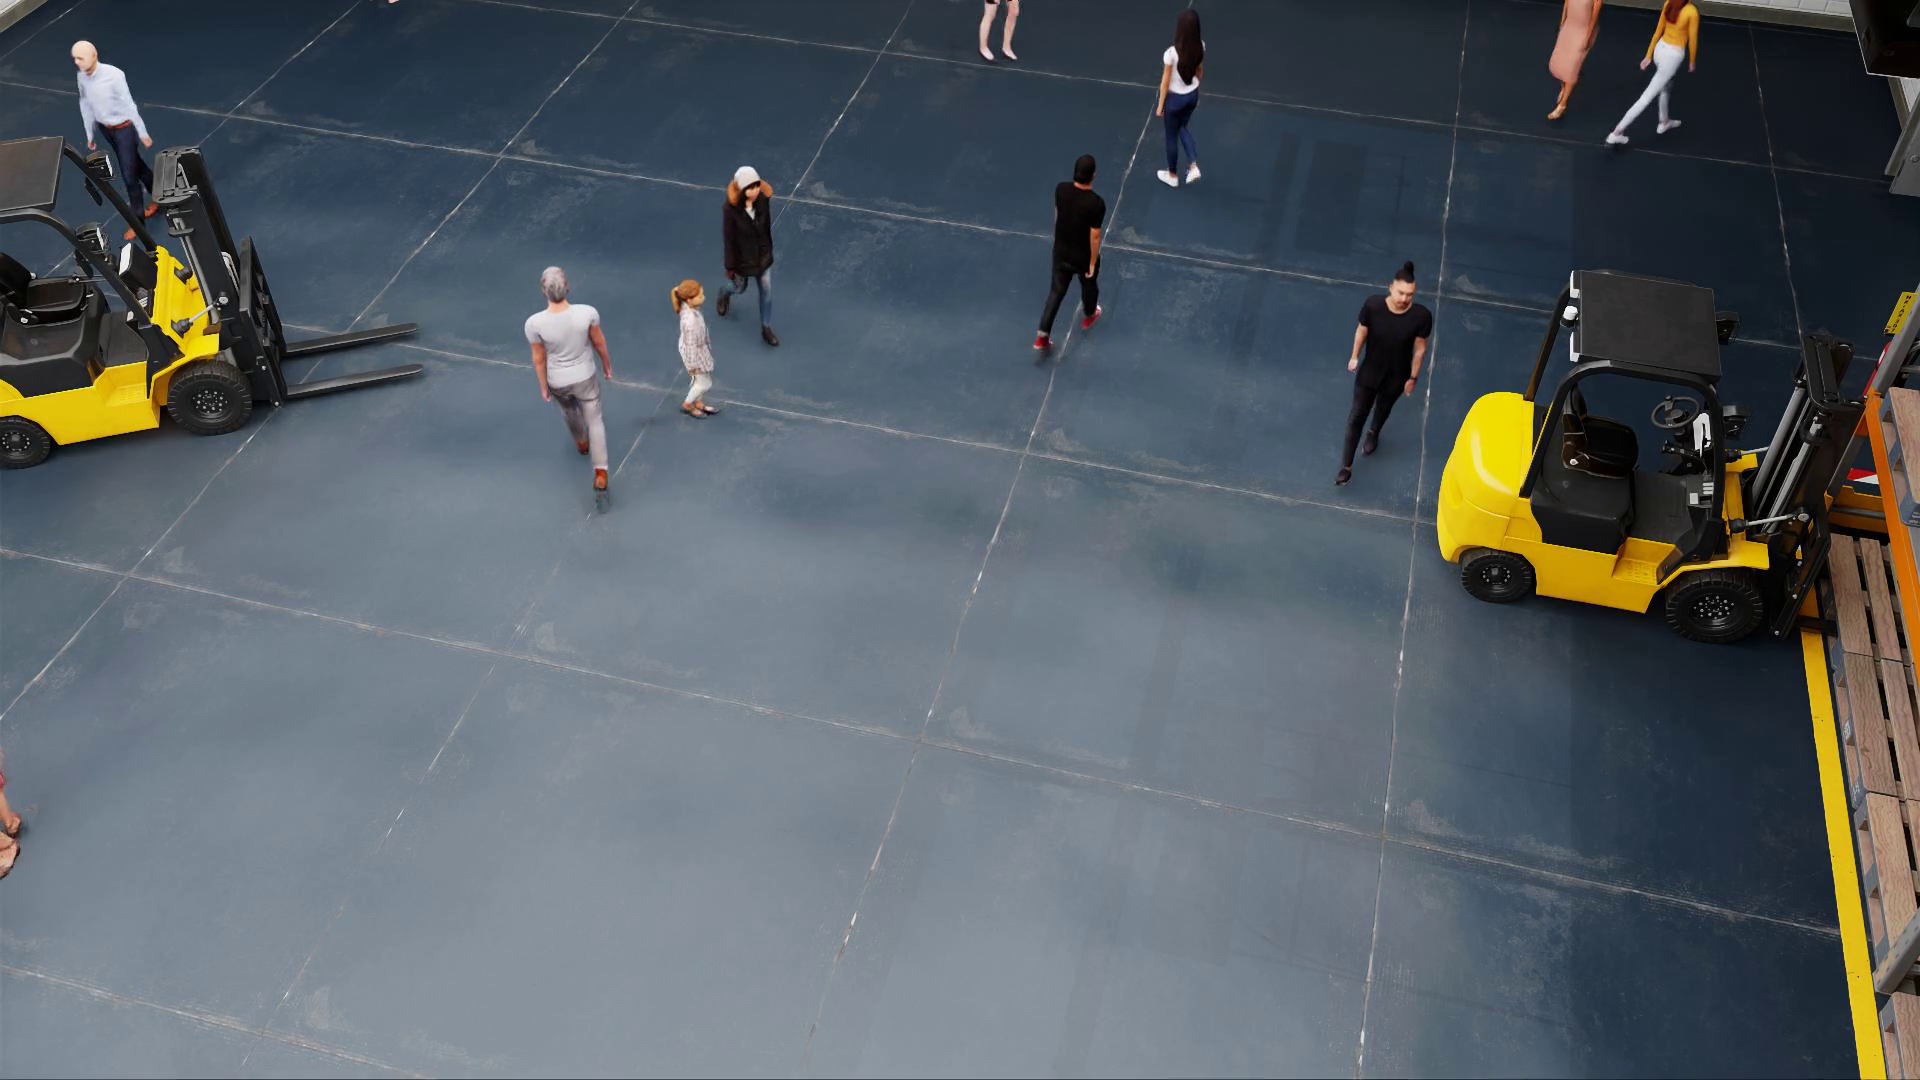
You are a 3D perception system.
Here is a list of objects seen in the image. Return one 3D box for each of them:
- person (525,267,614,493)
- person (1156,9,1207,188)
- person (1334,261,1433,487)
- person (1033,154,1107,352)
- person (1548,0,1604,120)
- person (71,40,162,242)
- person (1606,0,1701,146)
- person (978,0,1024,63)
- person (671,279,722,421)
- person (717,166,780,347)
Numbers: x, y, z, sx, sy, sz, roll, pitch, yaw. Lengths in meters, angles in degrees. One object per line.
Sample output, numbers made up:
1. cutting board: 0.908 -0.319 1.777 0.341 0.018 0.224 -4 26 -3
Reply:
1. person: -2.819 -1.134 12.179 1.122 1.792 1.312 -12 45 -12
2. person: 2.069 -3.966 15.171 0.842 1.765 0.892 -25 49 -24
3. person: 3.175 -1.319 12.351 0.759 1.822 1.145 16 46 16
4. person: 0.880 -2.281 13.424 0.875 1.735 1.220 23 48 22
5. person: 6.093 -4.975 16.191 0.819 1.819 0.759 -28 50 -26
6. person: -7.448 -3.667 14.857 0.678 1.765 0.986 14 45 14
7. person: 6.631 -4.496 15.773 1.059 1.703 1.136 -15 46 -15
8. person: 0.312 -5.708 16.971 0.778 1.805 0.737 22 48 22
9. person: -2.125 -1.469 12.887 0.684 1.300 0.571 -4 44 -4
10. person: -1.773 -2.359 13.596 1.036 1.611 1.077 -21 47 -21
